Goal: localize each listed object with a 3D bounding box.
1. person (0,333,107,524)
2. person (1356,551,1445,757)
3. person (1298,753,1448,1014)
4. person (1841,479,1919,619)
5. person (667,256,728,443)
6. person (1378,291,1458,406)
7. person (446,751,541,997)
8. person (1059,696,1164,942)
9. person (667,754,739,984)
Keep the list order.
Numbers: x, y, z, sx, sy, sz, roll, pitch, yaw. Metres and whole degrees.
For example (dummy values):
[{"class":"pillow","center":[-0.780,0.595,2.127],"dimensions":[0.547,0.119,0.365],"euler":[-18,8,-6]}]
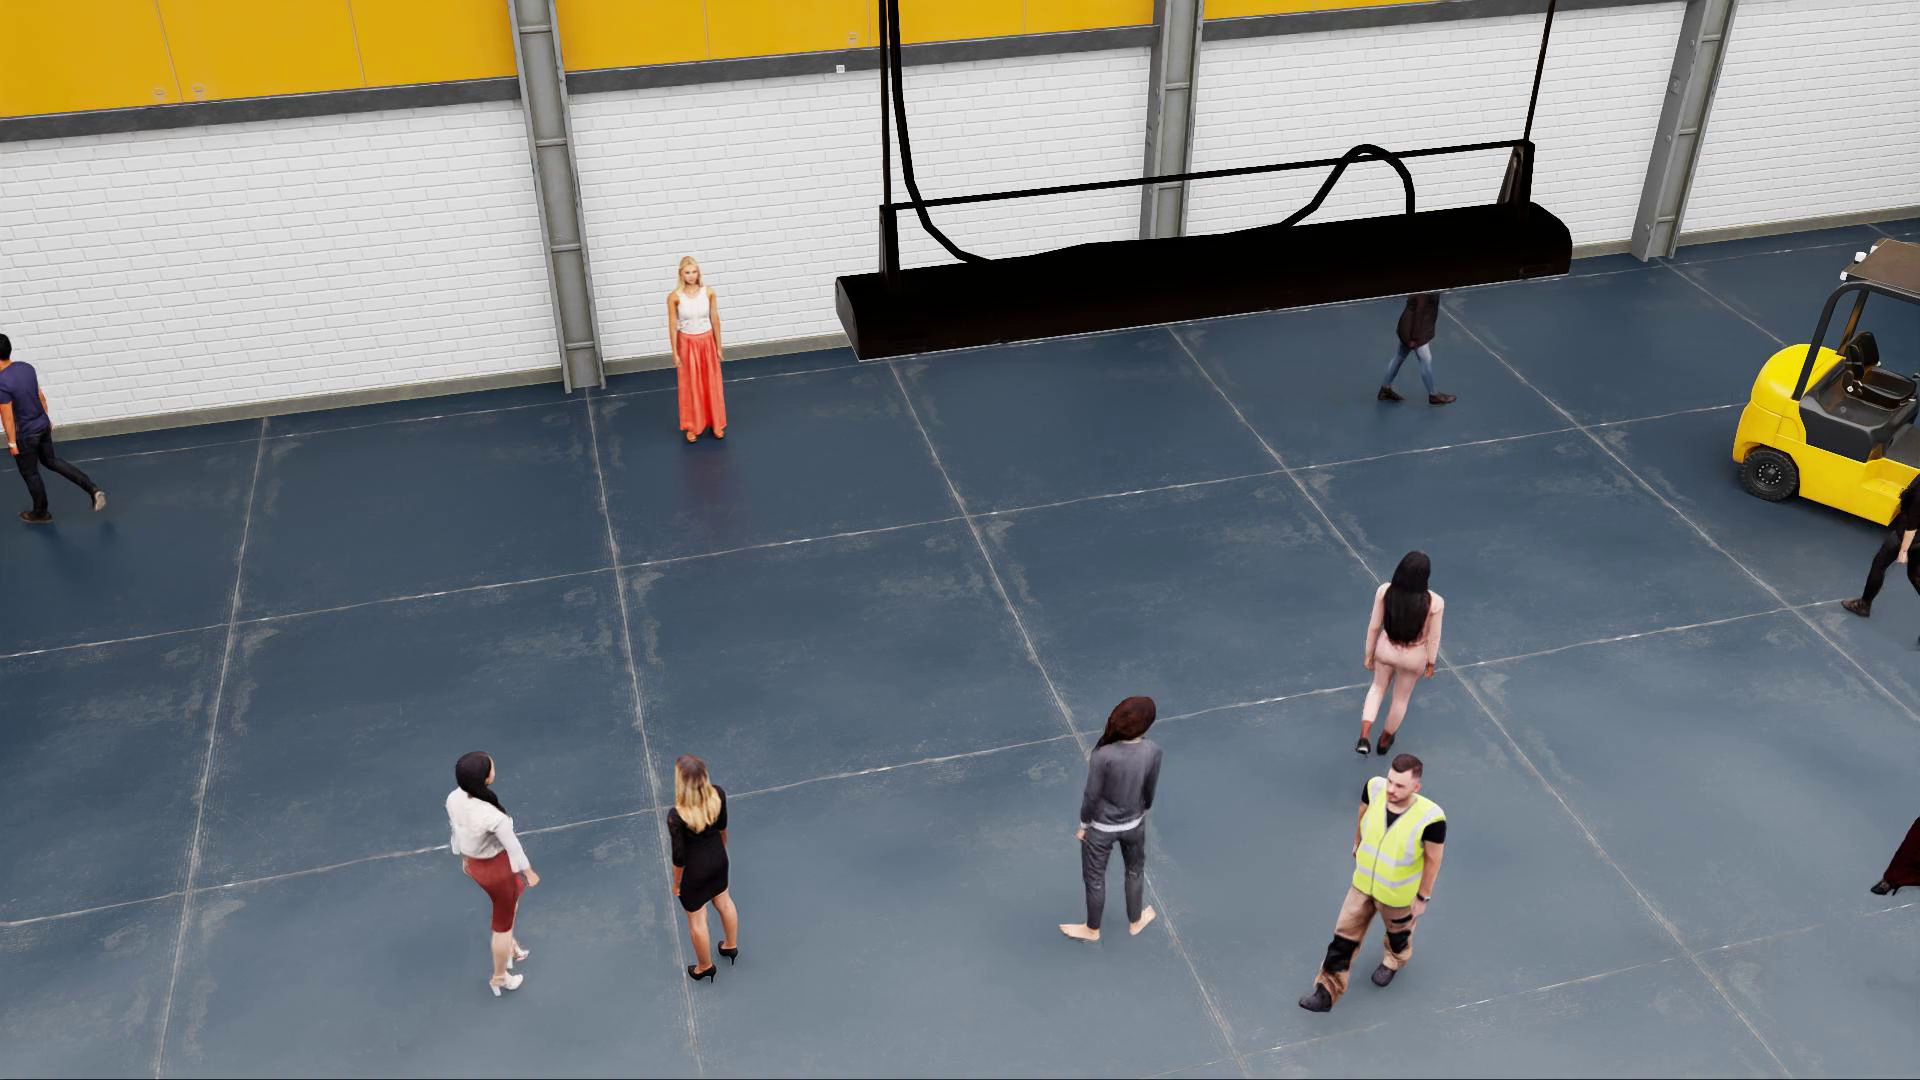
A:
[{"class":"person","center":[-7.670,-0.903,13.839],"dimensions":[1.107,1.773,0.907],"euler":[5,34,7]},{"class":"person","center":[2.959,0.840,11.275],"dimensions":[0.891,1.708,0.951],"euler":[18,37,25]},{"class":"person","center":[2.506,1.916,9.570],"dimensions":[1.093,1.804,1.247],"euler":[26,41,33]},{"class":"person","center":[7.291,0.027,12.580],"dimensions":[1.018,1.618,0.770],"euler":[-17,37,-23]},{"class":"person","center":[-2.388,-1.742,15.075],"dimensions":[0.530,1.801,0.697],"euler":[-11,35,-16]},{"class":"person","center":[4.213,-2.001,15.641],"dimensions":[1.032,1.607,0.821],"euler":[2,34,3]},{"class":"person","center":[-2.740,1.972,9.548],"dimensions":[0.740,1.735,0.785],"euler":[27,42,34]},{"class":"person","center":[0.896,1.706,9.934],"dimensions":[0.490,1.750,0.839],"euler":[-21,39,-29]},{"class":"person","center":[-1.506,1.913,9.691],"dimensions":[0.679,1.676,0.570],"euler":[26,42,34]}]
